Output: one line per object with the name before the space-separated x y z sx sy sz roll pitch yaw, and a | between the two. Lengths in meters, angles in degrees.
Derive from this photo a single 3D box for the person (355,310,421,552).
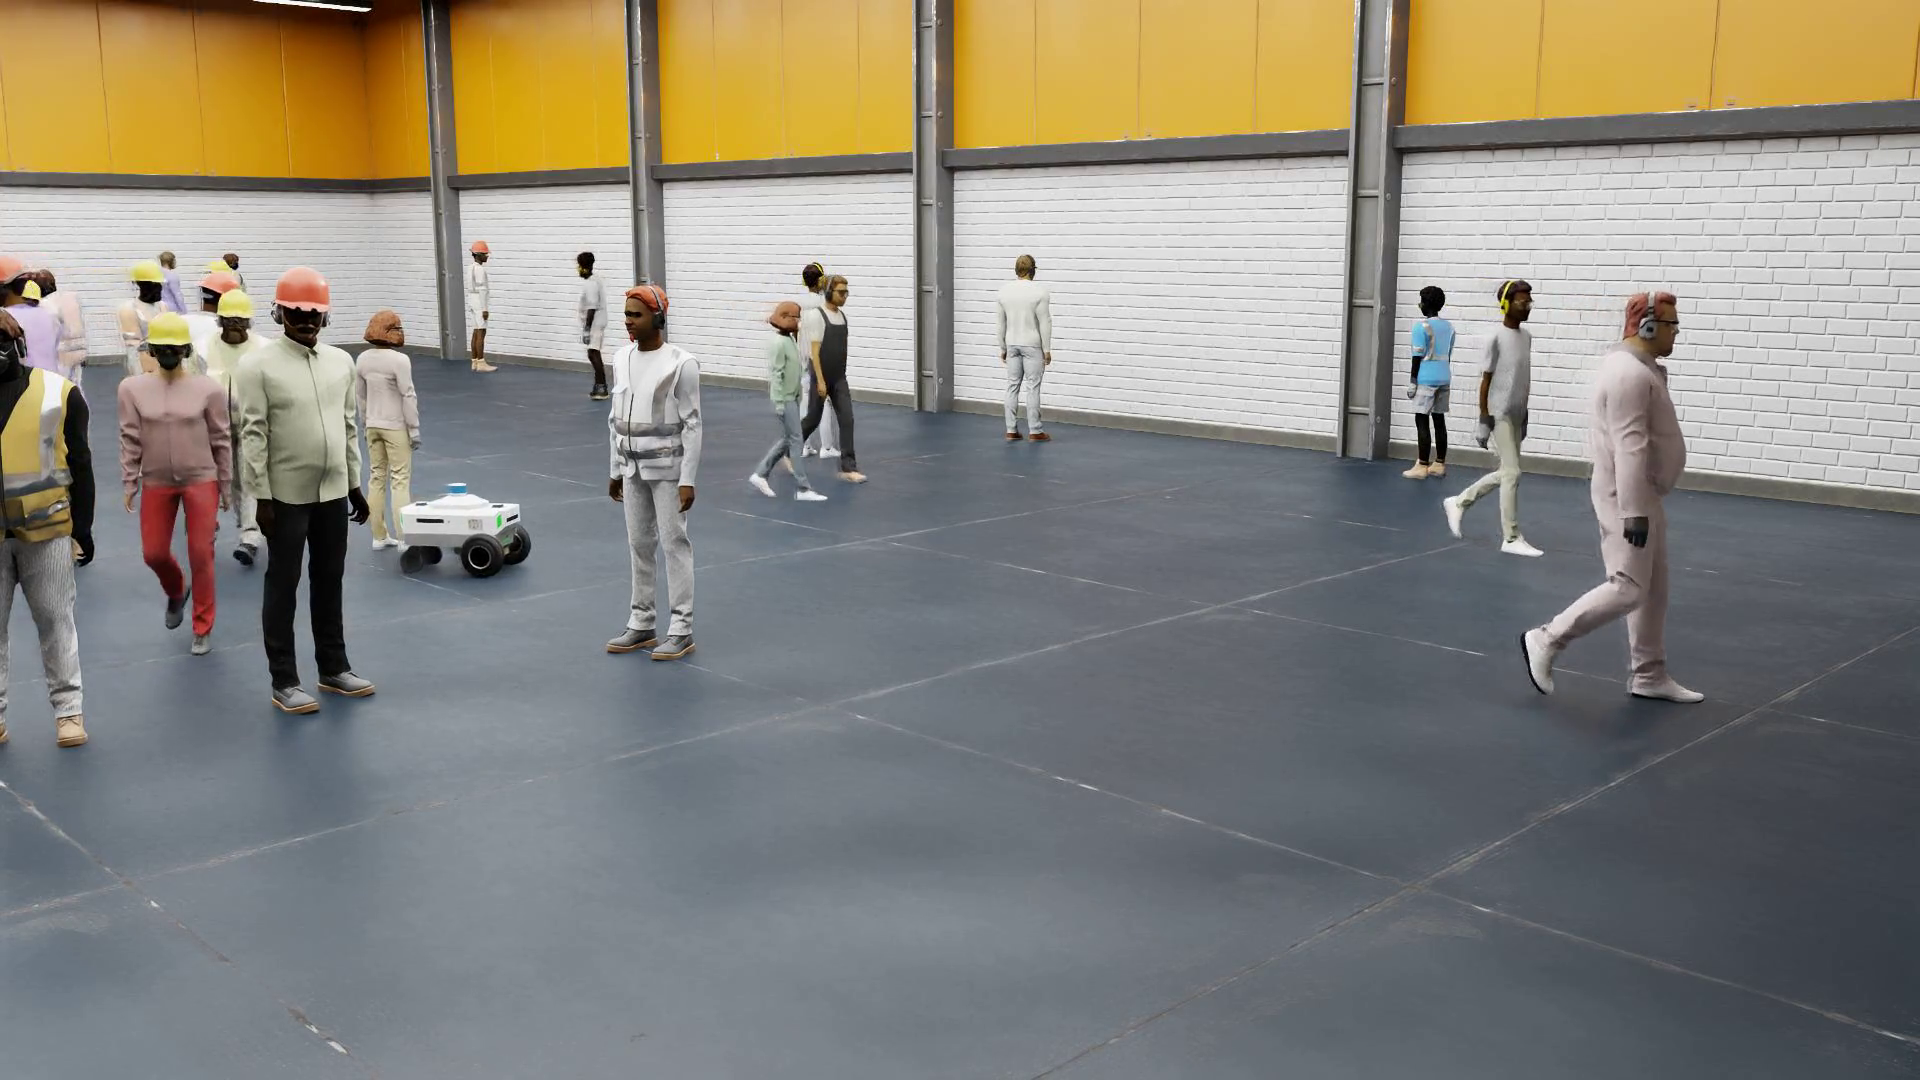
person | -3.852 -0.732 11.246 0.498 1.634 0.283 6 12 29

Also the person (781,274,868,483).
person | -1.201 -1.410 14.489 0.914 1.813 0.526 9 13 39

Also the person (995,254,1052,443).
person | 0.669 -1.973 17.183 0.627 1.940 0.370 6 12 30

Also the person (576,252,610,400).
person | -4.793 -2.787 21.684 0.369 1.924 0.700 -2 11 -10

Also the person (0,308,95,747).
person | -3.916 -0.036 6.883 0.622 1.844 0.429 -4 11 -23

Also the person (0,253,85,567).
person | -6.067 -0.816 10.670 0.889 2.005 0.632 3 11 18

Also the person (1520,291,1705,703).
person | 3.012 -0.178 7.527 0.736 1.887 0.679 5 12 27

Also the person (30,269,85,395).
person | -8.741 -1.714 16.157 0.455 1.810 0.689 1 10 4

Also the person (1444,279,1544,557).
person | 3.641 -0.839 11.259 0.518 1.851 0.771 -8 13 -38

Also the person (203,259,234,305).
person | -9.749 -2.771 21.860 0.607 1.818 0.611 10 14 43

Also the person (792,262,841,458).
person | -1.376 -1.722 15.989 0.508 1.877 0.329 5 12 27

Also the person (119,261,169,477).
person | -6.965 -1.475 14.553 0.828 1.896 0.623 2 11 12

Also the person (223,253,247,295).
person | -11.971 -3.799 27.412 0.633 1.839 0.429 8 13 36

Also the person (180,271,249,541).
person | -5.215 -0.922 11.603 0.581 1.880 0.636 1 10 3

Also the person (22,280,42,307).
person | -8.553 -1.498 15.131 0.678 1.732 0.547 9 13 39

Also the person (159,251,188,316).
person | -12.122 -3.478 25.502 0.957 1.906 0.639 -9 14 -39

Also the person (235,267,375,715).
person | -2.941 -0.228 7.527 0.392 1.990 0.611 6 12 30

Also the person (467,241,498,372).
person | -7.505 -3.659 26.089 0.396 2.042 0.611 -6 12 -30

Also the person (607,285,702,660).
person | -1.555 -0.335 8.404 0.573 1.883 0.355 7 12 33

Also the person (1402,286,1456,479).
person | 4.139 -1.383 14.641 0.530 1.693 0.319 -9 13 -39

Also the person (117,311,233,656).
person | -4.005 -0.300 8.554 0.533 1.752 0.523 -3 11 -16

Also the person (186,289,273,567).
person | -4.704 -0.723 10.783 0.604 1.771 0.965 -2 11 -10

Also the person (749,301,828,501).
person | -1.408 -1.120 13.419 0.662 1.617 0.511 1 10 8

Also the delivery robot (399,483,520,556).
delivery robot | -3.182 -0.118 10.584 0.707 0.478 0.477 1 10 8
